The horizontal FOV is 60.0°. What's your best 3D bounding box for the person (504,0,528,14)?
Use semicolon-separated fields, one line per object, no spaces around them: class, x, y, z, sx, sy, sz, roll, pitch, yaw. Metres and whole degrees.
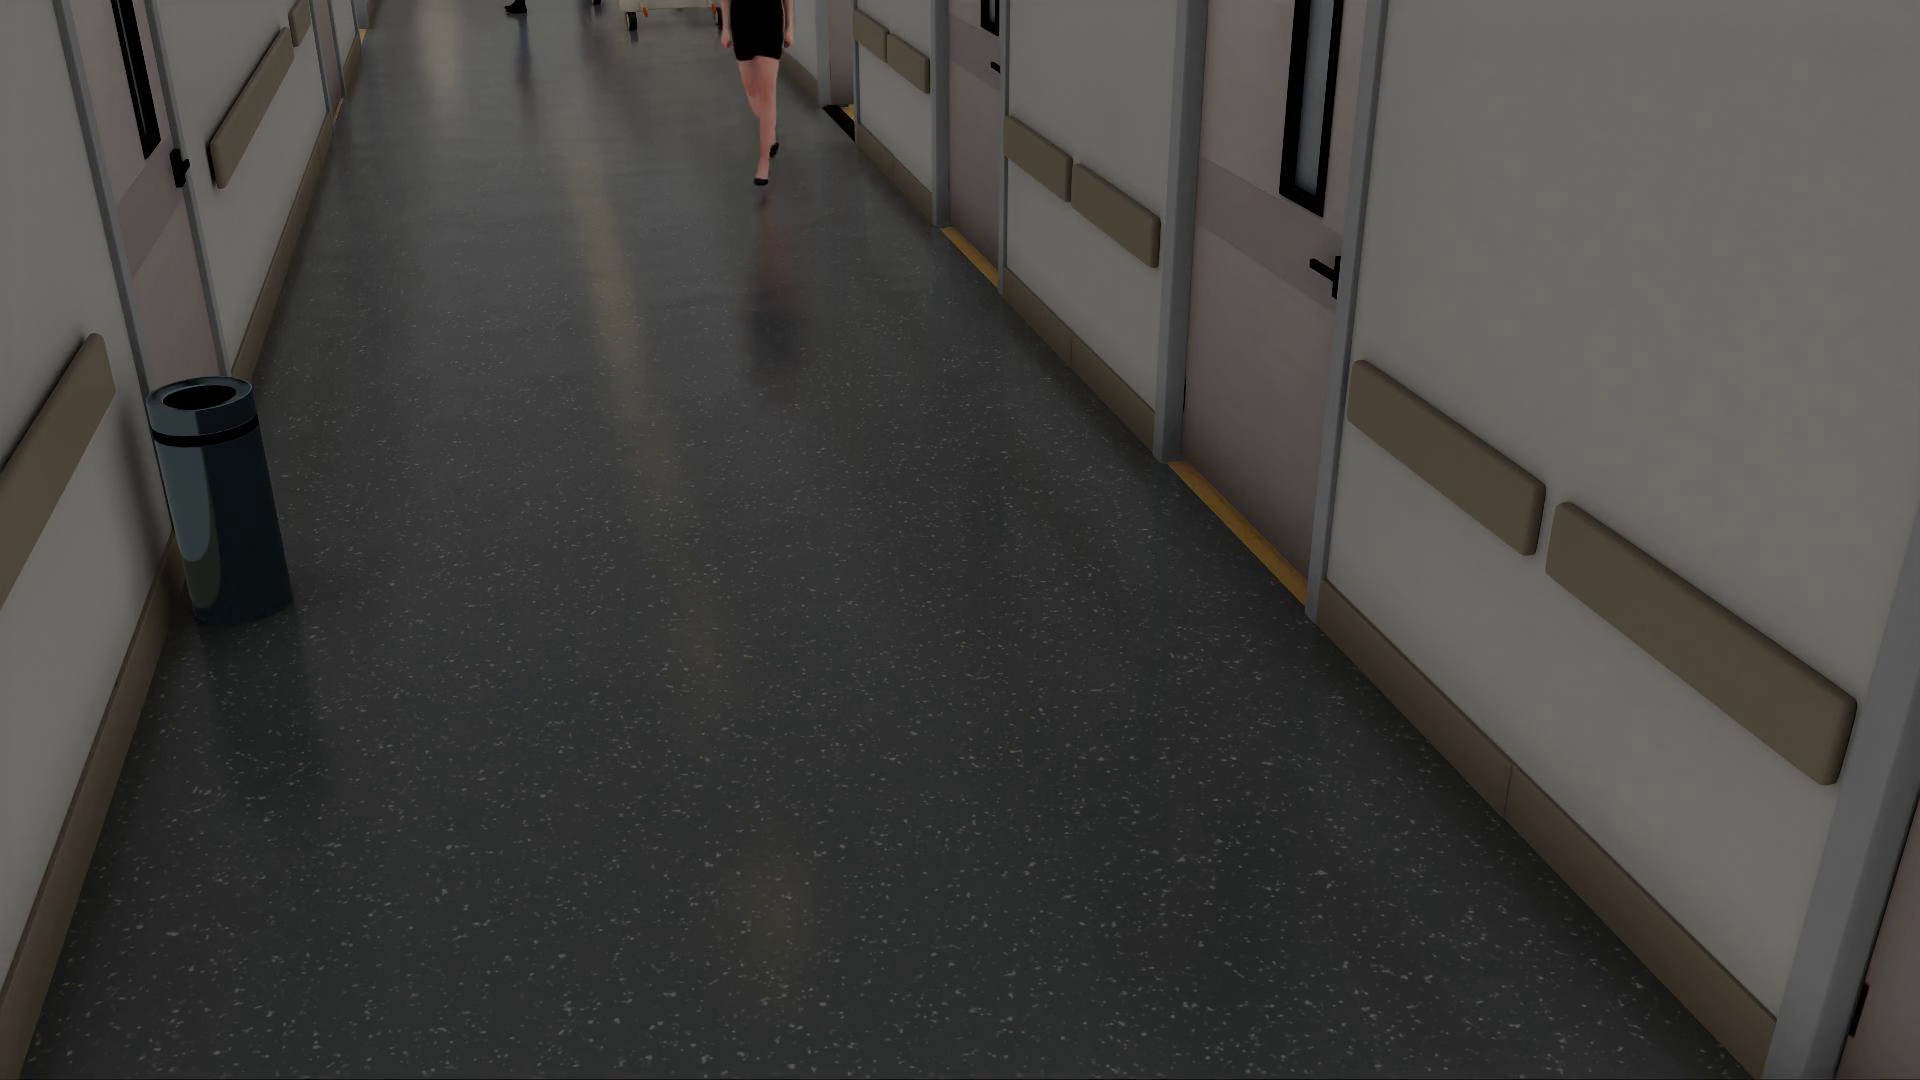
person;-4.454;-5.877;16.553;0.463;1.193;0.474;-6;26;-12

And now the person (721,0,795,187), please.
person;-1.226;-3.109;10.122;1.149;1.794;0.895;1;26;3
